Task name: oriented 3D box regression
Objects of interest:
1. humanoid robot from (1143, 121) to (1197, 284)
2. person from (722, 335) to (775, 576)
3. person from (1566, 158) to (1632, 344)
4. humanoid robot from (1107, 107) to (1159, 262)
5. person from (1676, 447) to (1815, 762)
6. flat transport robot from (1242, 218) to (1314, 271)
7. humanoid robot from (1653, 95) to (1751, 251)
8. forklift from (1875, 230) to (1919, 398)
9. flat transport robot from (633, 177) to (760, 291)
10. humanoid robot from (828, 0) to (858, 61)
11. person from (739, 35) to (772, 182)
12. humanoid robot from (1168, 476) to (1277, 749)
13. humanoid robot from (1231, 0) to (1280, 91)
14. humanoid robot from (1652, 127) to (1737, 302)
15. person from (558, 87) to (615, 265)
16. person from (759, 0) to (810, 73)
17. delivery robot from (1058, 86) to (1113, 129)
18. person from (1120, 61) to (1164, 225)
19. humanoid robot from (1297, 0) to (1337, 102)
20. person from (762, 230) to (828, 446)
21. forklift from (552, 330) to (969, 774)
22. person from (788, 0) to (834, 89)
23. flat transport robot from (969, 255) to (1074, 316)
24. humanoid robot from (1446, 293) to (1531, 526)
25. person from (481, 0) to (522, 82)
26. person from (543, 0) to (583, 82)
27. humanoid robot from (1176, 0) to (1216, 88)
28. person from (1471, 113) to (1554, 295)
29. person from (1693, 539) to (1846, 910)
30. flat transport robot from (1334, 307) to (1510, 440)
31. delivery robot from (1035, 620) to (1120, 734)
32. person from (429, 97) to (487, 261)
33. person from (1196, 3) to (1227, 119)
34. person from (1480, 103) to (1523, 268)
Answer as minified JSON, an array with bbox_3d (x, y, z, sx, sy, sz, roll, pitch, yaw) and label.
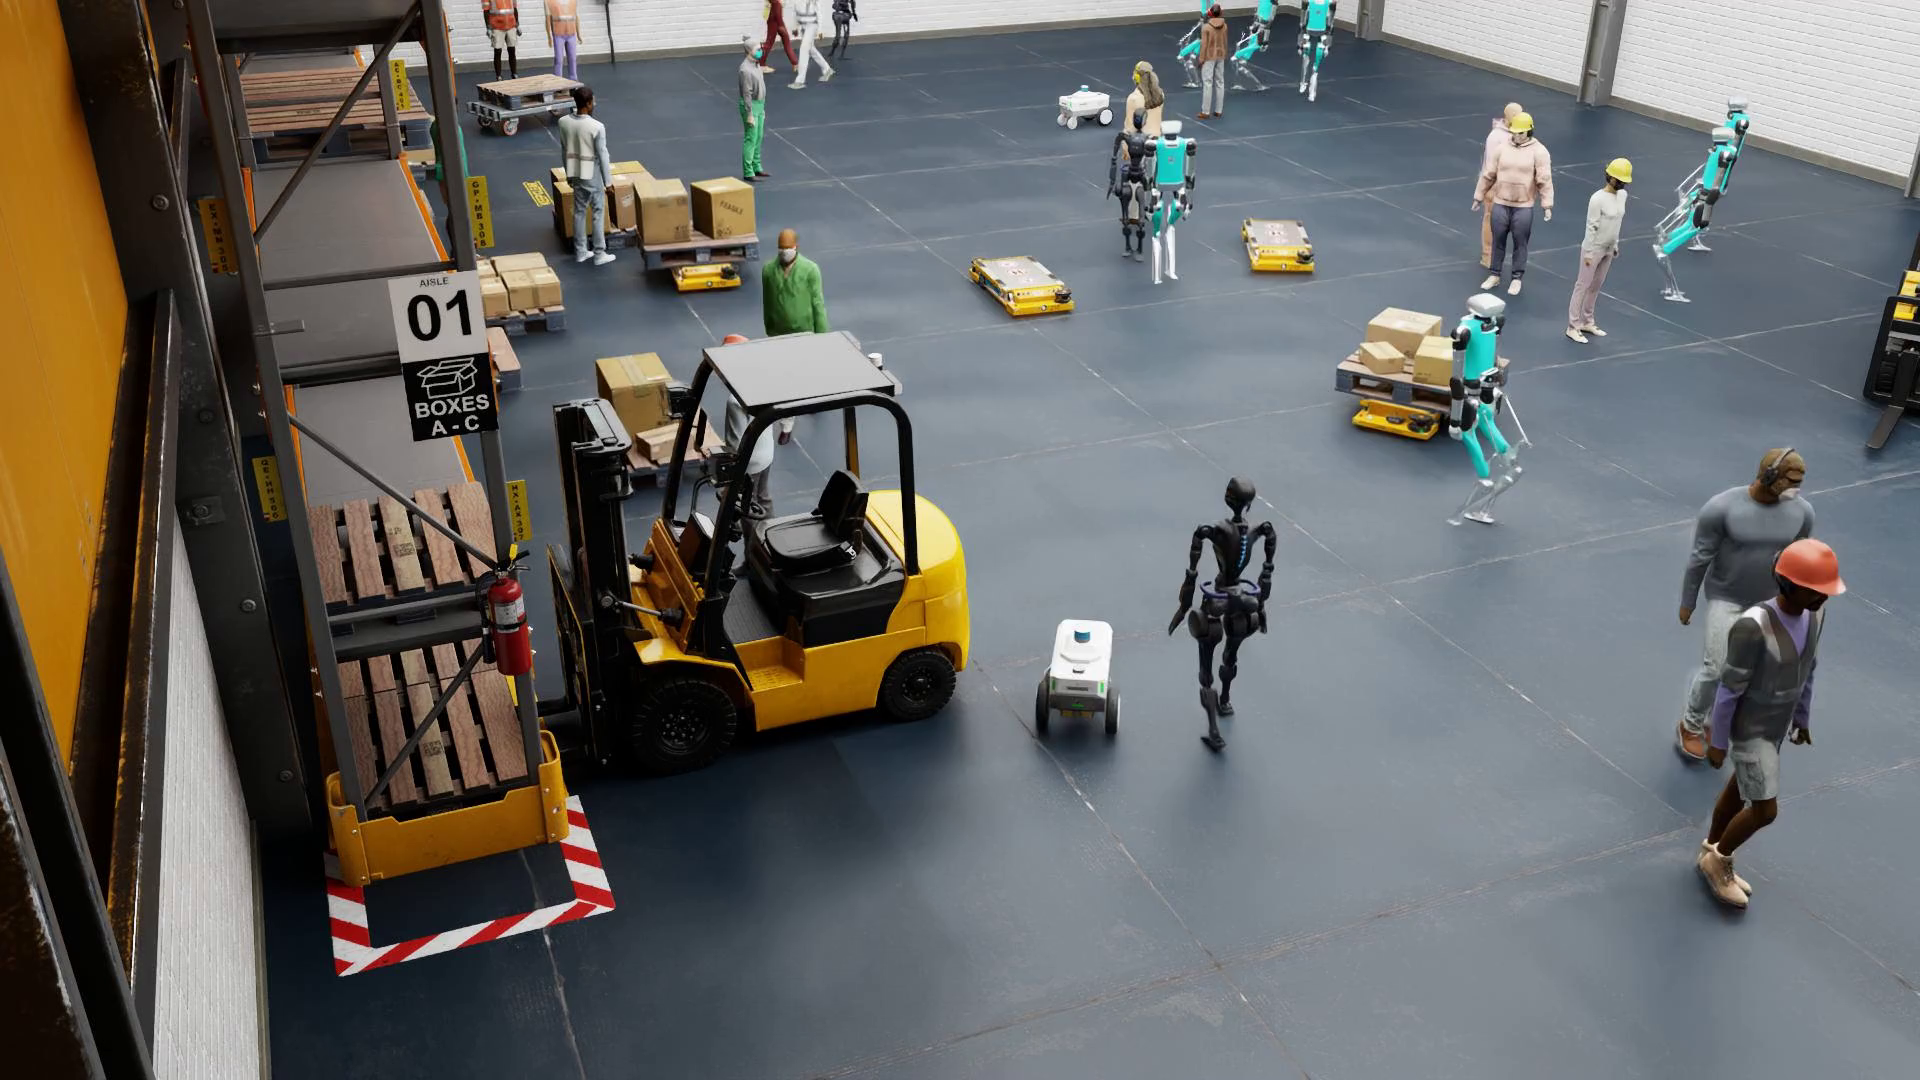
[{"bbox_3d":[2.146,-3.523,17.368,0.544,1.803,0.713,0,27,-1],"label":"humanoid robot"},{"bbox_3d":[-1.479,-0.584,11.509,0.352,1.742,0.572,8,28,15],"label":"person"},{"bbox_3d":[6.108,-2.759,15.819,0.523,1.758,0.334,-19,32,-32],"label":"person"},{"bbox_3d":[1.897,-3.877,18.133,0.597,1.645,0.454,7,27,13],"label":"humanoid robot"},{"bbox_3d":[4.430,0.400,9.363,0.652,1.910,0.566,-1,27,-1],"label":"person"},{"bbox_3d":[3.532,-3.294,18.539,0.659,0.231,1.431,2,27,3],"label":"flat transport robot"},{"bbox_3d":[8.093,-3.961,18.310,0.853,1.855,0.556,5,27,10],"label":"humanoid robot"},{"bbox_3d":[9.029,-2.397,14.618,1.214,2.155,2.313,18,32,32],"label":"forklift"},{"bbox_3d":[-2.822,-3.007,17.969,0.659,0.231,1.431,-7,28,-14],"label":"flat transport robot"},{"bbox_3d":[-2.015,-9.027,28.378,0.412,1.645,0.586,16,31,28],"label":"humanoid robot"},{"bbox_3d":[-2.635,-5.500,21.191,0.340,1.838,0.509,5,27,10],"label":"person"},{"bbox_3d":[1.514,0.387,9.684,0.615,1.641,0.613,-7,28,-14],"label":"humanoid robot"},{"bbox_3d":[4.496,-7.794,25.860,0.987,1.735,0.531,-8,28,-15],"label":"humanoid robot"},{"bbox_3d":[7.371,-3.324,16.907,0.711,1.741,0.534,7,27,13],"label":"humanoid robot"},{"bbox_3d":[-4.024,-3.919,17.967,0.597,1.906,0.410,12,29,22],"label":"person"},{"bbox_3d":[-2.961,-8.553,27.385,0.923,1.705,0.525,2,27,4],"label":"person"},{"bbox_3d":[1.835,-6.298,24.217,0.791,0.614,0.499,-14,30,-26],"label":"delivery robot"},{"bbox_3d":[2.134,-4.614,19.390,0.561,1.872,0.390,-19,32,-33],"label":"person"},{"bbox_3d":[5.458,-7.663,25.658,0.544,1.757,1.043,4,27,7],"label":"humanoid robot"},{"bbox_3d":[-1.353,-1.736,13.794,0.548,1.754,0.824,3,27,7],"label":"person"},{"bbox_3d":[-1.094,0.010,9.831,2.313,2.155,1.214,-10,28,-20],"label":"forklift"},{"bbox_3d":[-2.394,-8.190,26.526,0.937,1.849,0.586,-22,34,-36],"label":"person"},{"bbox_3d":[0.624,-2.656,17.270,0.659,0.231,1.431,-8,28,-16],"label":"flat transport robot"},{"bbox_3d":[3.876,-0.874,12.090,0.553,1.789,0.675,-21,34,-36],"label":"humanoid robot"},{"bbox_3d":[-7.219,-8.126,26.264,0.605,1.966,0.368,-20,33,-35],"label":"person"},{"bbox_3d":[-6.151,-7.823,25.793,0.568,1.842,0.373,-20,33,-34],"label":"person"},{"bbox_3d":[3.693,-8.014,26.351,0.732,1.825,0.558,4,27,7],"label":"humanoid robot"},{"bbox_3d":[5.716,-3.482,17.151,0.816,1.856,0.435,17,31,30],"label":"person"},{"bbox_3d":[4.007,0.930,8.178,0.633,2.029,0.538,-17,32,-31],"label":"person"},{"bbox_3d":[3.990,-1.233,14.440,0.659,0.231,1.431,16,31,29],"label":"flat transport robot"},{"bbox_3d":[0.720,0.798,10.072,0.524,0.587,0.754,4,27,7],"label":"delivery robot"},{"bbox_3d":[-5.501,-3.916,18.027,0.503,1.842,0.412,23,35,38],"label":"person"},{"bbox_3d":[3.711,-7.025,24.416,0.457,1.651,0.320,-12,29,-22],"label":"person"},{"bbox_3d":[5.813,-3.811,17.891,0.543,1.769,0.449,-13,30,-25],"label":"person"}]
